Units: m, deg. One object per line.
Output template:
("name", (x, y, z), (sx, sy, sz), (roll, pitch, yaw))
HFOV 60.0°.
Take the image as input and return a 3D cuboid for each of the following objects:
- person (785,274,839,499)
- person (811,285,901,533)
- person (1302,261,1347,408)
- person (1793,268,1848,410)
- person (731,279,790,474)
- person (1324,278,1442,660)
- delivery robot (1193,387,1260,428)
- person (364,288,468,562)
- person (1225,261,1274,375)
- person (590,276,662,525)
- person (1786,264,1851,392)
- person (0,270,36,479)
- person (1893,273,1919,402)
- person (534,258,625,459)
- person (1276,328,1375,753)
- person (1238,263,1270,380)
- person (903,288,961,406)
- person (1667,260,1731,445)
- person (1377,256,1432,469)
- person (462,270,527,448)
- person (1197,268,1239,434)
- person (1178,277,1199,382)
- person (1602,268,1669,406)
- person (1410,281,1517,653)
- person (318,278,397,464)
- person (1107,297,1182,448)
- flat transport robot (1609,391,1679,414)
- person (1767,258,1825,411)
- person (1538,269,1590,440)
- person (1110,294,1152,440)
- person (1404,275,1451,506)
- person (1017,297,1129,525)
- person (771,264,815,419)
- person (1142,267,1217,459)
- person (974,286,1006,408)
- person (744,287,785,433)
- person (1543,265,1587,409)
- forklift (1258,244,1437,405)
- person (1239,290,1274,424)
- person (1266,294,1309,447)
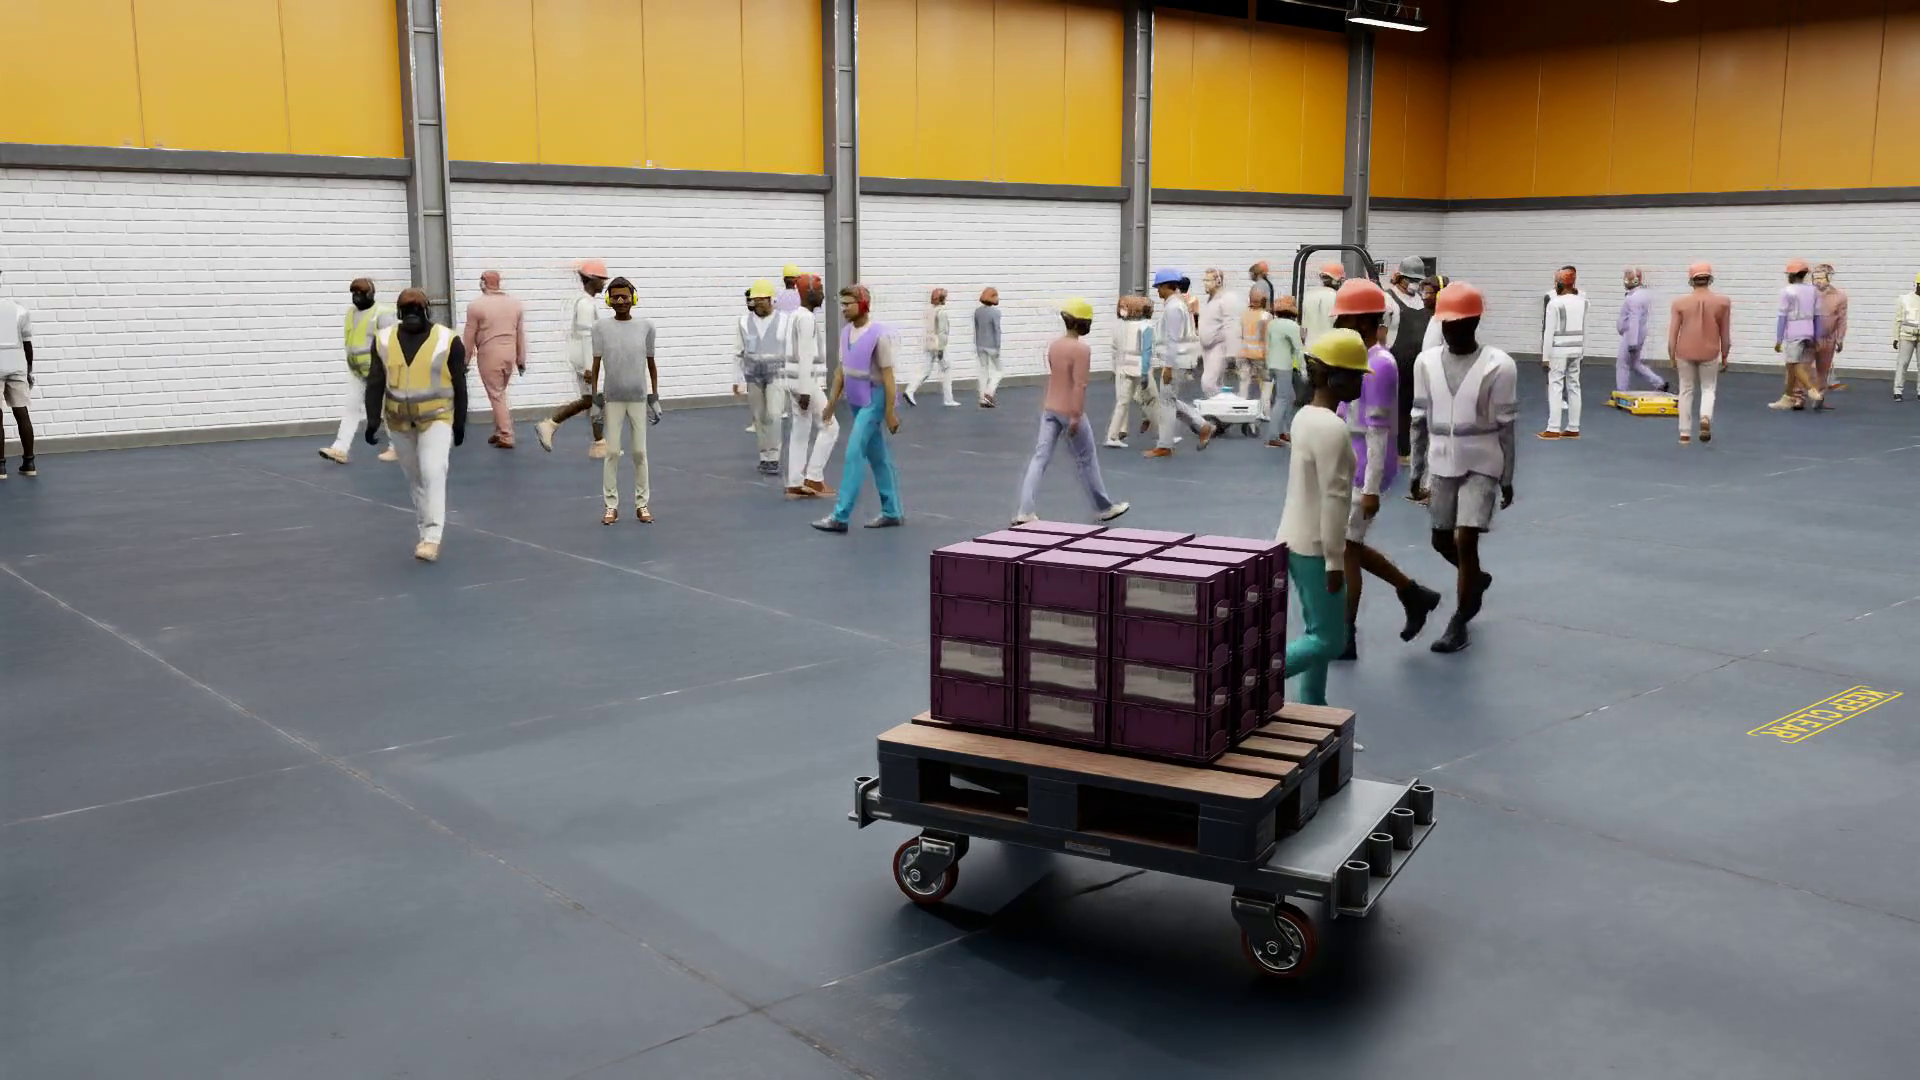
("person", (-1.211, -1.264, 13.813), (0.555, 1.868, 0.591), (-3, 10, -15))
("person", (-0.791, -0.953, 12.190), (0.875, 1.805, 0.558), (-5, 11, -27))
("person", (4.127, -2.103, 18.506), (0.883, 1.954, 0.612), (-8, 13, -40))
("person", (11.298, -2.635, 21.896), (0.648, 1.868, 0.663), (4, 10, 20))
("person", (-1.830, -1.502, 15.410), (0.620, 1.805, 0.703), (2, 10, 9))
("person", (2.067, -0.338, 8.292), (0.654, 1.922, 0.546), (0, 10, 1))
("delivery robot", (2.978, -1.463, 18.573), (0.707, 0.478, 0.477), (-1, 10, -3))
("person", (-3.642, -0.759, 11.070), (0.616, 1.803, 0.856), (0, 10, 3))
("person", (4.956, -3.689, 27.876), (0.951, 1.925, 0.641), (-1, 10, -8))
("person", (-2.526, -1.049, 12.581), (0.539, 1.869, 0.313), (-3, 10, -15))
("person", (12.913, -3.159, 24.852), (0.948, 1.901, 0.649), (3, 10, 18))
("person", (-8.765, -1.538, 15.184), (0.374, 1.959, 0.603), (7, 12, 35))
("person", (13.285, -2.817, 23.081), (0.597, 1.825, 0.403), (4, 11, 24))
("person", (-3.814, -1.795, 16.559), (0.791, 2.011, 0.650), (-2, 10, -14))
("person", (1.355, 0.033, 6.626), (0.566, 1.748, 0.532), (0, 10, -2))
("person", (4.936, -3.523, 26.945), (0.726, 1.913, 0.652), (4, 10, 21))
("person", (-0.393, -2.583, 22.352), (0.770, 1.608, 0.520), (-6, 11, -30))
("person", (7.882, -1.987, 17.758), (0.628, 1.974, 0.553), (3, 10, 19))
("person", (4.260, -1.693, 15.849), (0.674, 2.000, 0.535), (-6, 11, -32))
("person", (-4.981, -1.909, 17.611), (0.744, 1.877, 0.640), (7, 12, 35))
("person", (2.860, -2.119, 18.774), (0.455, 1.887, 0.679), (-3, 10, -16))
("person", (3.608, -3.402, 26.884), (0.531, 1.694, 0.320), (5, 11, 25))
("person", (9.100, -2.701, 22.291), (0.754, 1.874, 0.667), (5, 11, 26))
("person", (2.668, -0.400, 8.706), (0.557, 1.907, 0.801), (8, 13, 40))
("person", (-5.822, -1.632, 16.192), (0.661, 1.794, 0.935), (5, 11, 28))
("person", (1.918, -1.757, 17.516), (0.856, 1.586, 0.536), (-4, 10, -22))
("flat transport robot", (8.963, -1.800, 21.654), (0.652, 0.197, 1.431), (1, 10, 8))
("person", (10.969, -2.656, 21.607), (0.610, 2.013, 0.877), (-4, 11, -24))
("person", (6.652, -2.032, 18.320), (0.578, 1.880, 0.350), (-4, 10, -22))
("person", (1.922, -1.910, 18.374), (0.517, 1.609, 0.529), (7, 12, 35))
("person", (3.868, -1.209, 13.523), (0.331, 1.870, 0.513), (0, 10, -1))
("person", (0.825, -0.950, 12.456), (0.956, 1.710, 0.530), (-6, 12, -33))
("person", (-2.101, -2.468, 20.719), (0.594, 1.926, 0.366), (-2, 10, -11))
("person", (2.198, -1.762, 16.607), (0.662, 1.918, 0.646), (1, 10, 4))
("person", (0.395, -2.544, 22.066), (0.505, 1.624, 0.338), (9, 13, 43))
("person", (-2.246, -2.072, 19.155), (0.542, 1.671, 0.551), (9, 13, 43))
("person", (8.053, -2.706, 22.198), (0.611, 1.901, 0.562), (-2, 10, -11))
("forklift", (5.256, -2.933, 22.661), (2.313, 2.155, 1.214), (3, 10, 16))
("person", (3.592, -2.202, 20.071), (0.577, 1.617, 0.520), (-9, 13, -43))
("person", (3.465, -1.784, 17.629), (0.495, 1.618, 0.518), (-3, 10, -16))
